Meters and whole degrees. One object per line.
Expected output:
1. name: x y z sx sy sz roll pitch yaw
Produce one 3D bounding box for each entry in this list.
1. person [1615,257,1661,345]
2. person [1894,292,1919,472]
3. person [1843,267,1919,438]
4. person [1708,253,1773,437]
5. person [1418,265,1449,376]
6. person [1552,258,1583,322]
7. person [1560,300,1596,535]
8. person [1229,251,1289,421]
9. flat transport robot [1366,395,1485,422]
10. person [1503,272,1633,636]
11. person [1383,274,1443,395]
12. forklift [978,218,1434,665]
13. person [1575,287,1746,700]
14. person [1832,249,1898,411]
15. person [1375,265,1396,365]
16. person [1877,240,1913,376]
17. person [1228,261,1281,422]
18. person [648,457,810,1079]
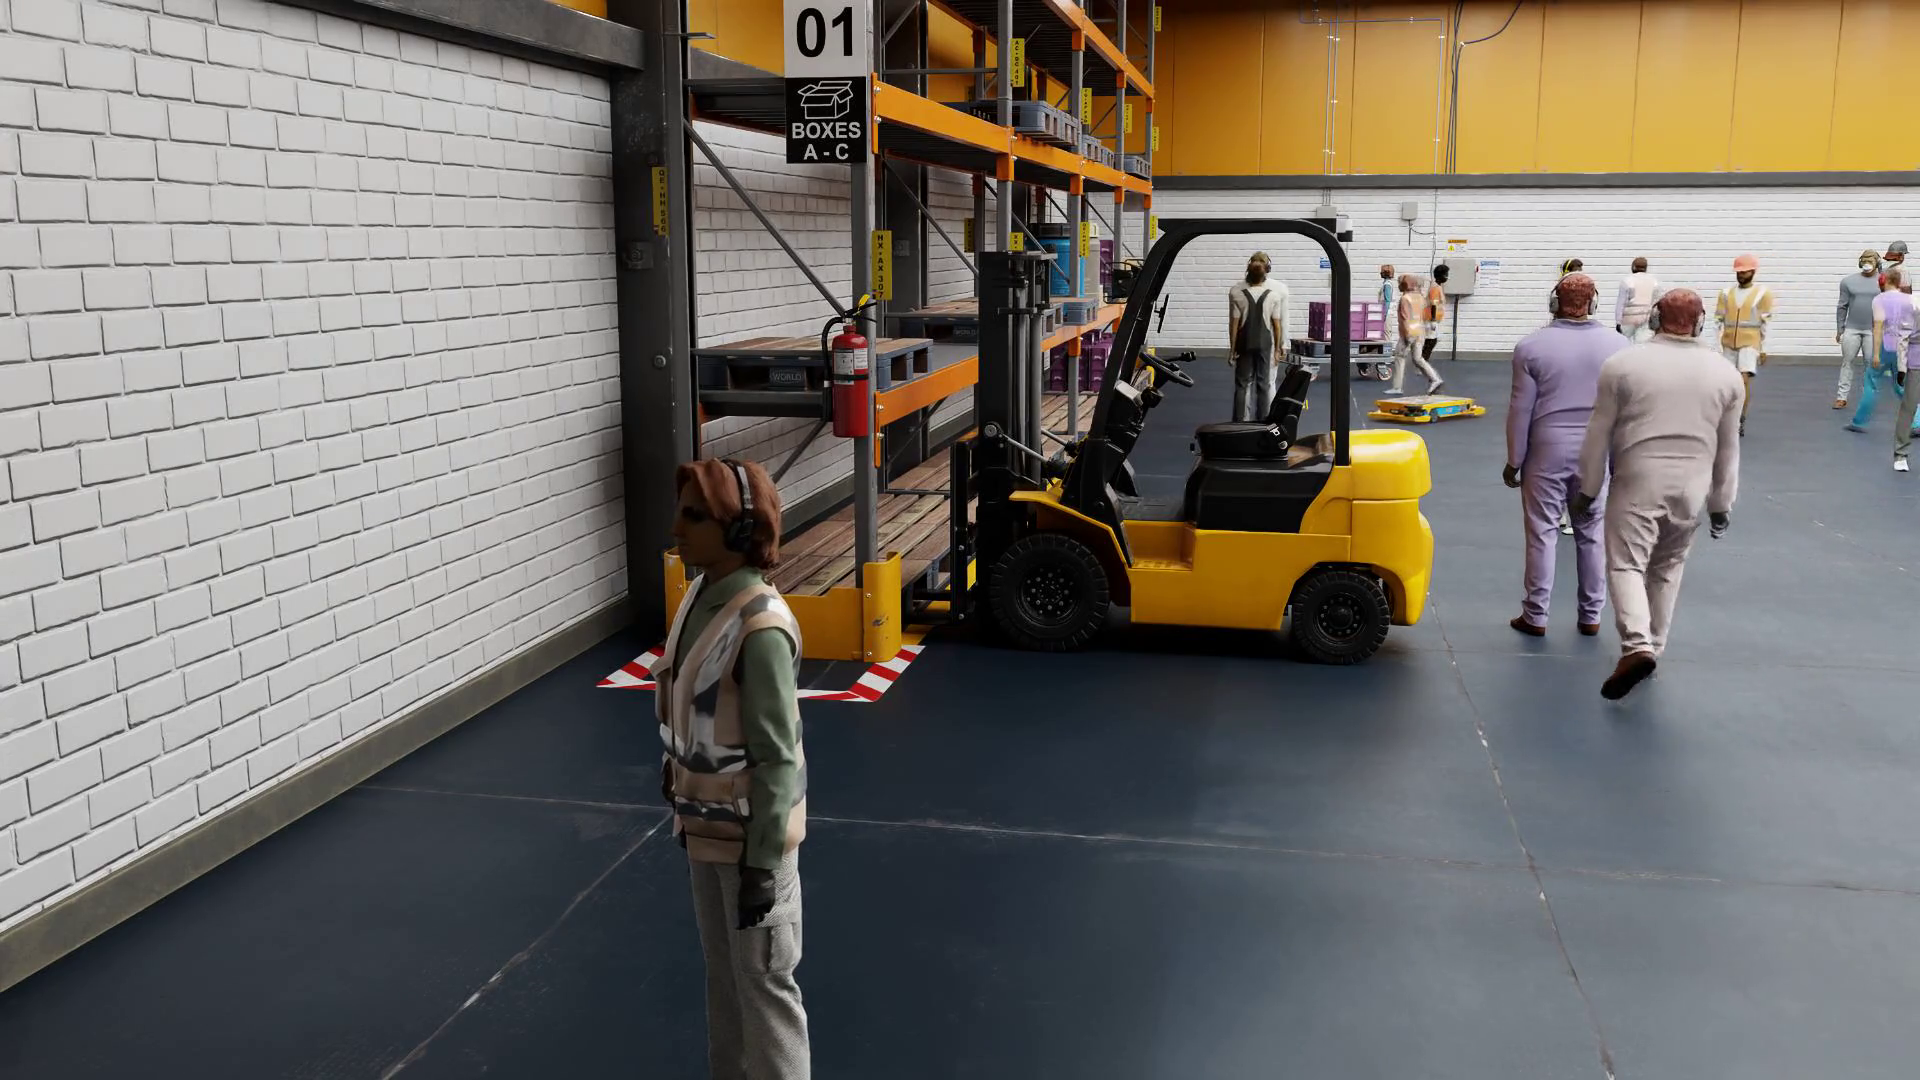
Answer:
1. person: 9.497 -3.079 23.475 0.641 1.803 0.727 -1 10 -4
2. person: 8.656 -1.561 14.815 0.588 1.928 0.383 2 10 8
3. person: 9.799 -1.970 17.493 0.633 1.782 0.965 -3 11 -17
4. person: 8.155 -2.043 17.500 0.707 1.916 0.560 -10 14 -42
5. person: 7.122 -3.295 25.012 0.368 1.680 0.557 4 11 20
6. person: 6.924 -2.300 19.079 0.529 1.851 0.617 -7 12 -33
7. person: 4.309 -0.920 11.742 0.330 1.767 0.528 -4 11 -19
8. person: 3.118 -2.037 17.391 0.632 1.940 0.372 2 11 13
9. flat transport robot: 5.365 -1.521 19.140 1.431 0.197 0.652 -9 14 -41
10. person: 3.173 -0.442 8.736 0.644 1.907 0.399 0 10 2
11. person: 6.040 -2.708 22.000 0.721 1.608 0.523 8 13 37
12. forklift: 1.285 -0.567 8.635 2.313 2.155 1.214 2 11 11
13. person: 3.223 -0.208 7.605 0.692 1.874 0.835 1 10 4
14. person: 10.925 -2.530 20.098 0.629 1.940 0.377 7 13 35
15. person: 6.988 -3.689 27.265 0.310 1.642 0.514 3 11 16
16. person: 14.073 -3.492 25.089 0.538 2.000 0.690 -3 11 -17
17. person: 3.060 -1.968 17.289 0.544 1.841 0.393 1 10 7
18. person: -0.480 0.634 3.558 0.308 1.645 0.515 -5 12 -27
